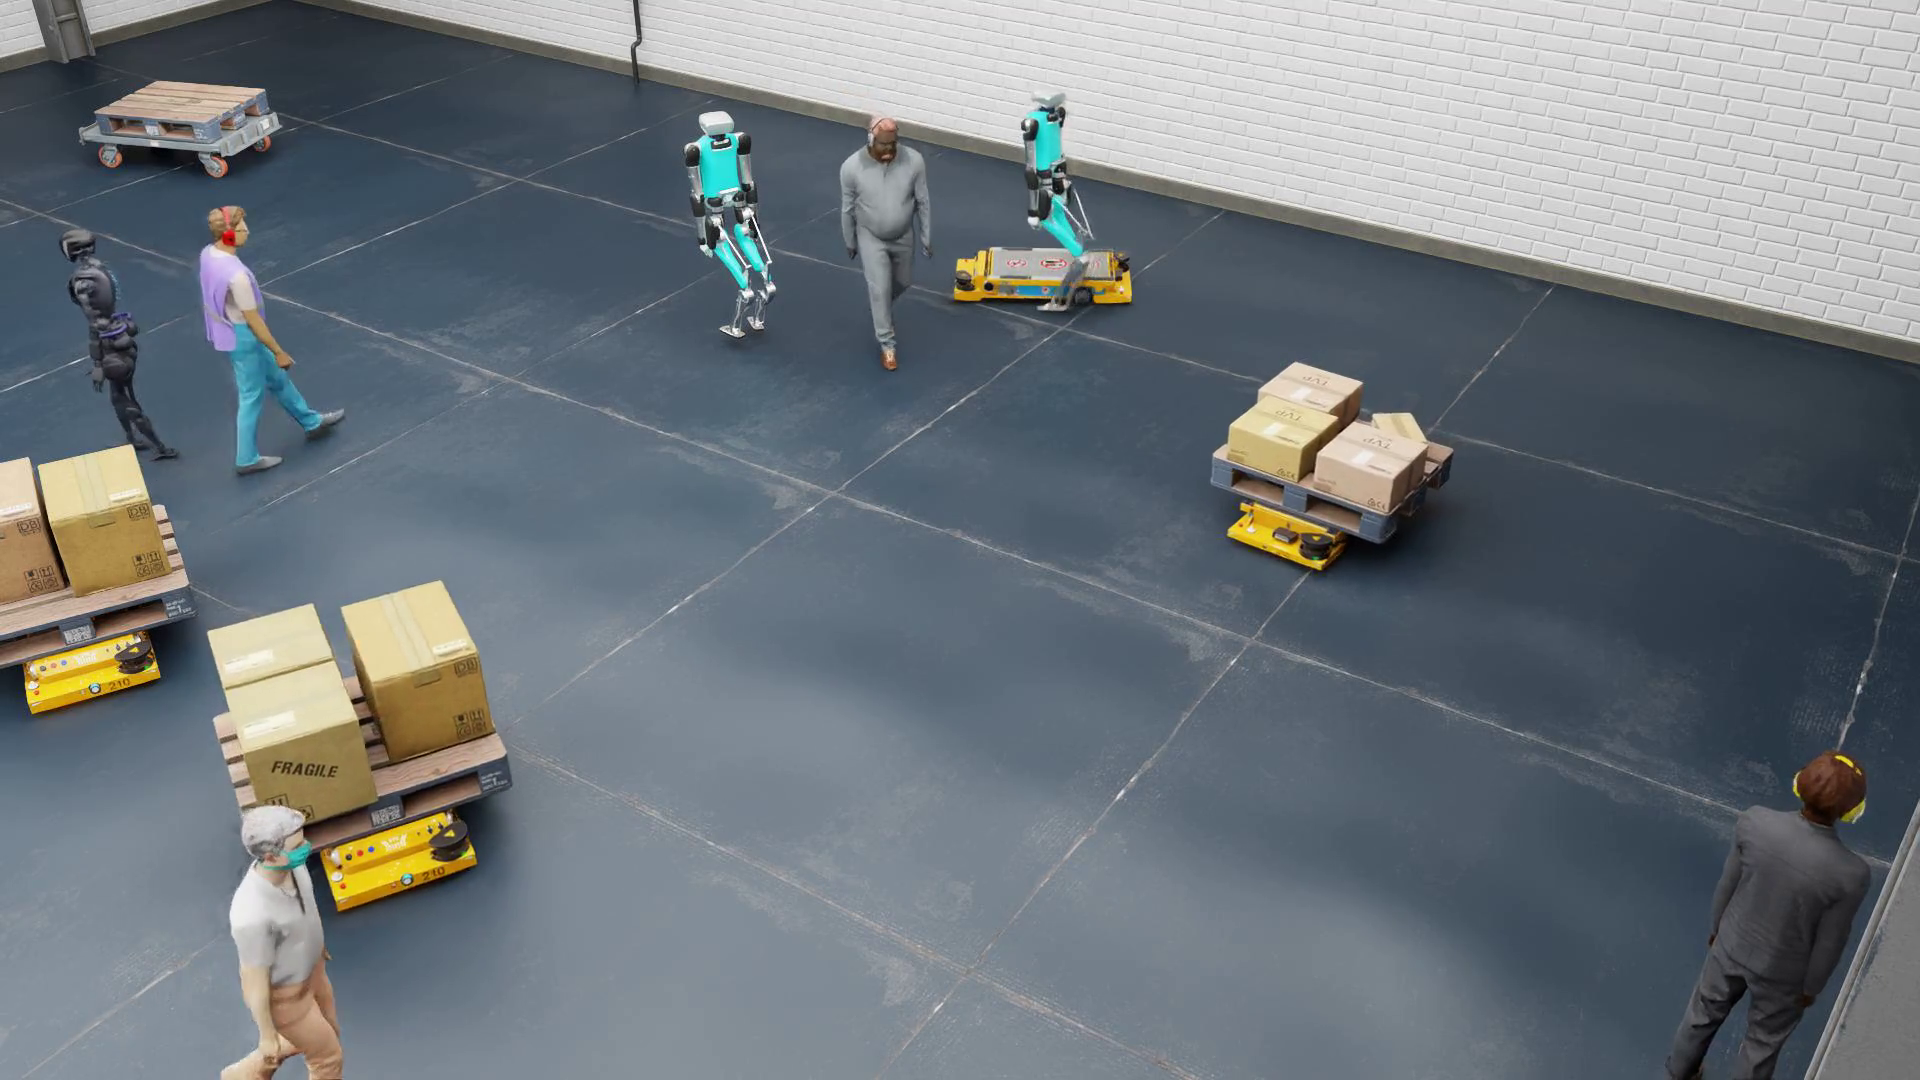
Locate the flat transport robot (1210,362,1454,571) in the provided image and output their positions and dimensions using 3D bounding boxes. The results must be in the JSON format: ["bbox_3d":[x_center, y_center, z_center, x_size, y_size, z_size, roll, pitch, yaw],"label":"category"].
[{"bbox_3d":[2.363,-0.280,10.692,0.659,0.231,1.431,22,39,31],"label":"flat transport robot"}]

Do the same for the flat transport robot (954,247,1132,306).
[{"bbox_3d":[0.681,-2.162,13.620,1.431,0.231,0.659,1,33,2],"label":"flat transport robot"}]

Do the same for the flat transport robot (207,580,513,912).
[{"bbox_3d":[-2.943,1.242,8.324,0.659,0.231,1.431,-17,36,-24],"label":"flat transport robot"}]

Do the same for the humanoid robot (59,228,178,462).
[{"bbox_3d":[-5.613,-1.252,10.919,0.521,1.648,0.587,-8,34,-12],"label":"humanoid robot"}]

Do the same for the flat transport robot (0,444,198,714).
[{"bbox_3d":[-5.059,0.454,9.550,0.659,0.231,1.431,-17,37,-25],"label":"flat transport robot"}]

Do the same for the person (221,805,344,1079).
[{"bbox_3d":[-2.607,1.677,6.309,0.626,1.715,0.532,-1,33,-1],"label":"person"}]

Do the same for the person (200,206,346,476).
[{"bbox_3d":[-4.544,-1.337,10.917,0.894,1.800,0.588,-22,39,-30],"label":"person"}]

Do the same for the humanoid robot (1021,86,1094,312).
[{"bbox_3d":[0.839,-2.562,12.938,0.741,1.843,0.566,19,37,27],"label":"humanoid robot"}]

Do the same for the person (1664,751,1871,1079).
[{"bbox_3d":[3.082,1.568,6.342,0.362,1.868,0.482,-24,40,-33],"label":"person"}]

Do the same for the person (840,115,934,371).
[{"bbox_3d":[-0.556,-2.273,12.313,0.654,1.870,0.837,-9,34,-14],"label":"person"}]

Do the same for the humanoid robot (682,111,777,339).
[{"bbox_3d":[-1.634,-2.276,12.316,0.533,1.677,0.735,-20,38,-28],"label":"humanoid robot"}]
